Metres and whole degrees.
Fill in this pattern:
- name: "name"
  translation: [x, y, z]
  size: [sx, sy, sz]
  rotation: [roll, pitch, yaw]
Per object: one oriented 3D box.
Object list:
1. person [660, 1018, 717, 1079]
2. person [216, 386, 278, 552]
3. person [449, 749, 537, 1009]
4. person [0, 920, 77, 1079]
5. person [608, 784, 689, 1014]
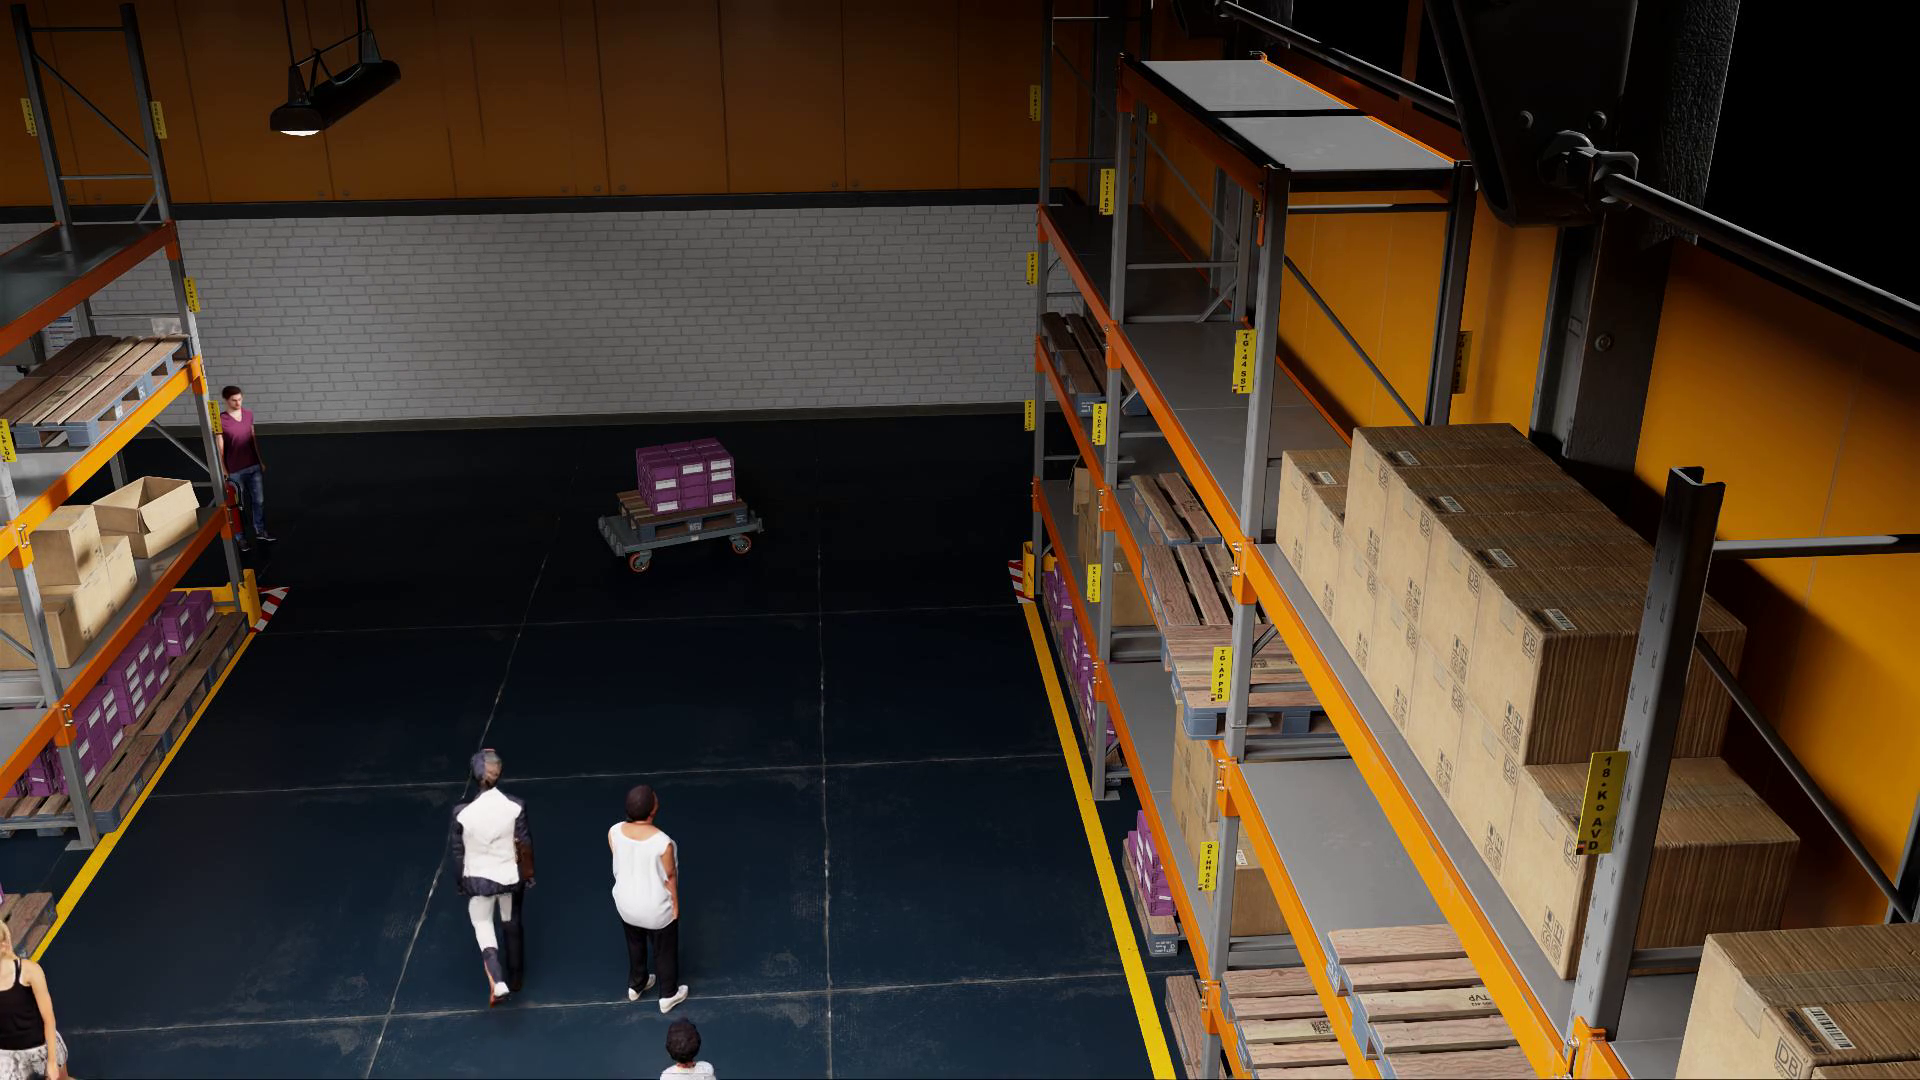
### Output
- name: "person"
  translation: [-1.538, 3.347, 9.563]
  size: [0.591, 1.234, 0.904]
  rotation: [-6, 24, -14]
- name: "person"
  translation: [-7.927, -0.827, 18.346]
  size: [0.797, 1.848, 0.708]
  rotation: [15, 28, 31]
- name: "person"
  translation: [-3.107, 2.312, 11.127]
  size: [0.828, 1.878, 0.994]
  rotation: [-8, 25, -17]
- name: "person"
  translation: [-5.423, 2.950, 9.773]
  size: [0.631, 1.794, 1.177]
  rotation: [-3, 24, -7]
- name: "person"
  translation: [-2.101, 2.389, 11.190]
  size: [0.755, 1.686, 0.773]
  rotation: [10, 26, 22]
